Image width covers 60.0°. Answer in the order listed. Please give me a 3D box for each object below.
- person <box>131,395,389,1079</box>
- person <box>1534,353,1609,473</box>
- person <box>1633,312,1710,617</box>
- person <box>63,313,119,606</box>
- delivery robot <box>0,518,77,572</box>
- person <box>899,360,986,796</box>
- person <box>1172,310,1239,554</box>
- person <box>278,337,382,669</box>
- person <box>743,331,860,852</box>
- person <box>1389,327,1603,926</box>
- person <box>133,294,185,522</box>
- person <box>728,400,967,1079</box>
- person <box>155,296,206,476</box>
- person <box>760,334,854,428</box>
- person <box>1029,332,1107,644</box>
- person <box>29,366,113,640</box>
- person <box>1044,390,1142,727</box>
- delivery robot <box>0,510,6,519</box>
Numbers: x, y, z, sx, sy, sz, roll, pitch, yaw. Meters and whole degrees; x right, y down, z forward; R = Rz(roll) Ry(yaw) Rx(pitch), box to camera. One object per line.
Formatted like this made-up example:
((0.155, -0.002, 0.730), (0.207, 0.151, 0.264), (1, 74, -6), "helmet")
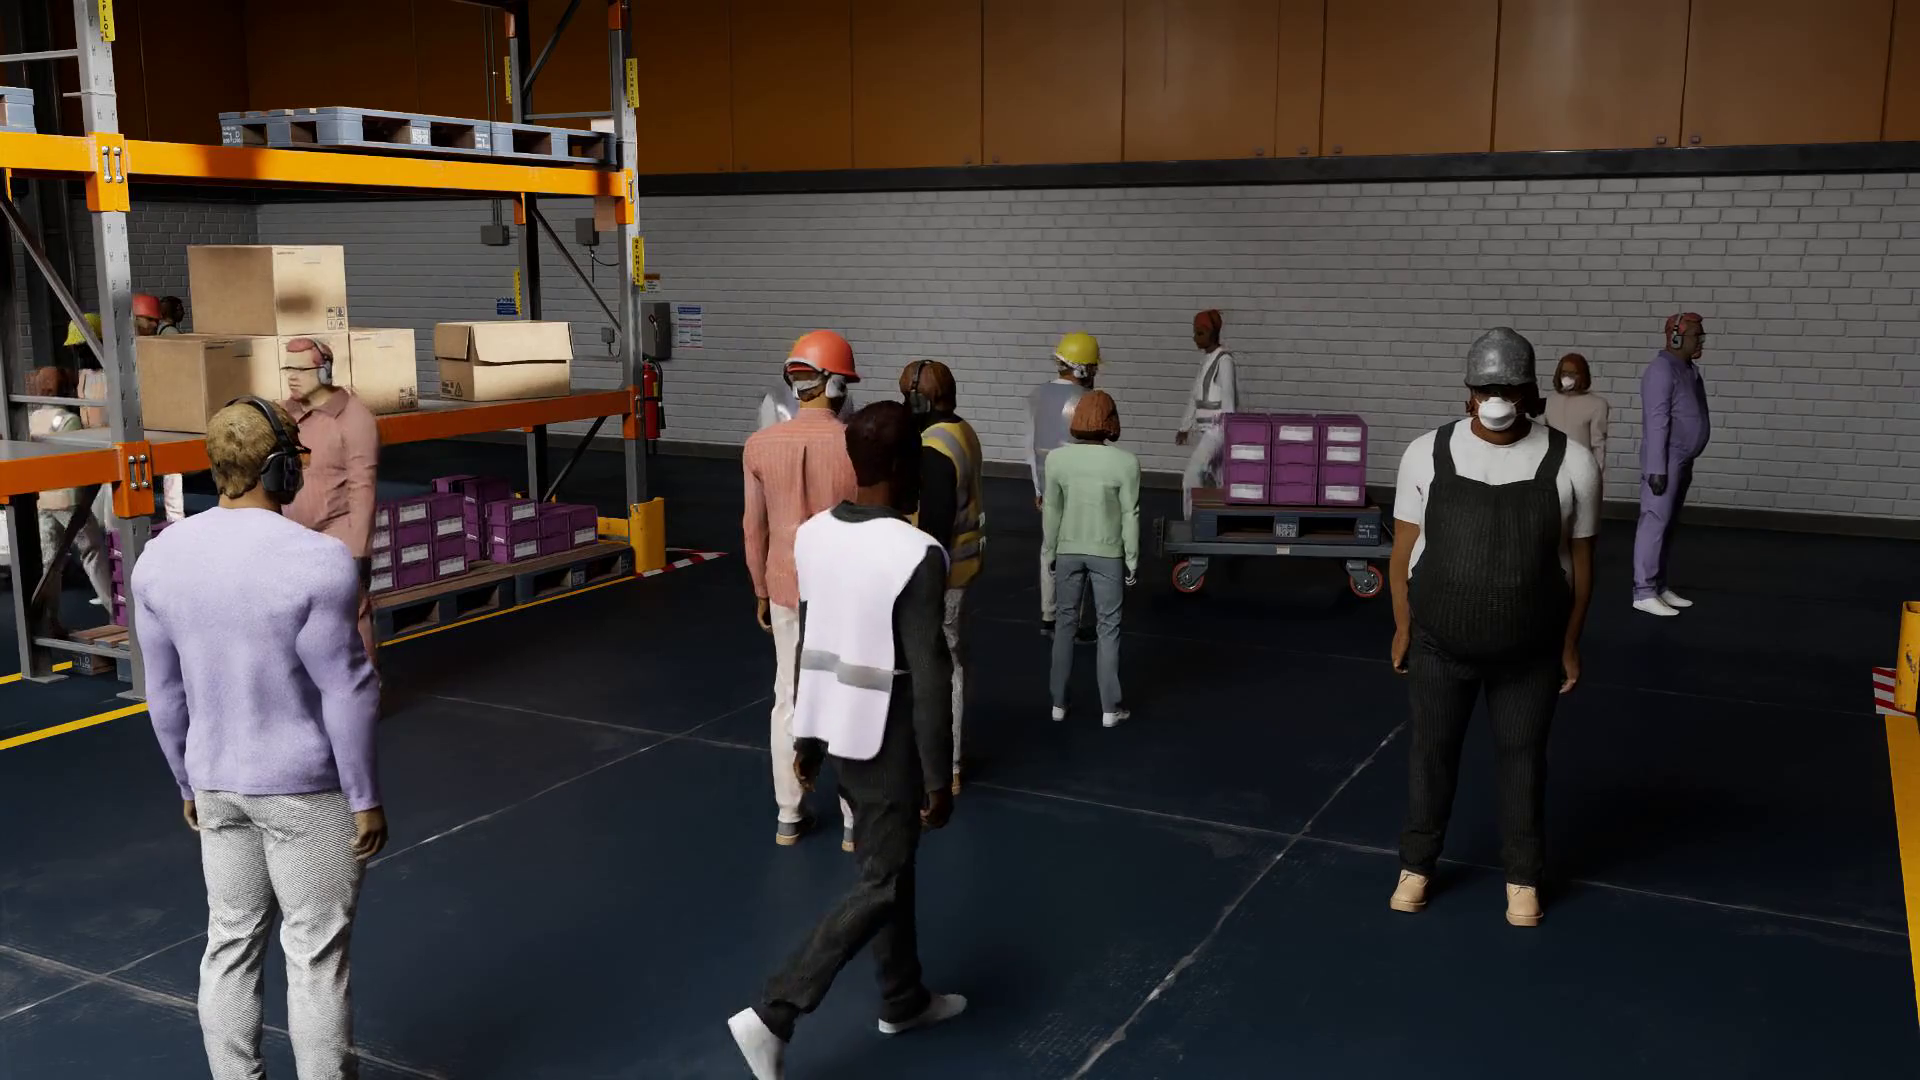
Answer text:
((-1.698, 0.613, 4.121), (0.627, 1.941, 0.370), (3, 10, 17), "person")
((4.129, -0.468, 11.288), (0.514, 1.617, 0.544), (7, 12, 37), "person")
((4.536, -0.485, 10.569), (0.399, 1.909, 0.642), (8, 12, 37), "person")
((-5.497, -0.542, 10.917), (0.611, 1.900, 0.605), (6, 12, 32), "person")
((-6.419, 0.010, 11.333), (0.707, 0.478, 0.477), (0, 10, 0), "delivery robot")
((-0.115, 0.161, 7.037), (0.430, 1.840, 0.620), (2, 10, 10), "person")
((1.828, -0.806, 12.582), (0.791, 1.848, 0.607), (1, 10, 3), "person")
((-3.023, 0.009, 7.749), (0.680, 1.885, 0.617), (4, 11, 23), "person")
((-0.520, 0.201, 6.369), (0.609, 1.986, 0.391), (3, 10, 19), "person")
((1.795, 0.298, 5.652), (0.683, 2.000, 0.538), (3, 10, 19), "person")
((-6.353, -0.923, 12.961), (0.616, 1.961, 0.617), (10, 14, 44), "person")
((-0.293, 0.565, 4.569), (0.839, 1.895, 0.598), (-8, 13, -39), "person")
((-8.048, -1.578, 17.075), (0.514, 1.845, 0.336), (9, 13, 42), "person")
((-0.863, -0.293, 9.751), (0.599, 1.808, 0.696), (-3, 10, -17), "person")
((0.638, -0.305, 9.805), (0.435, 1.819, 0.636), (-6, 12, -33), "person")
((-5.224, -0.225, 9.875), (0.544, 1.612, 0.675), (6, 11, 31), "person")
((0.639, 0.089, 8.073), (0.497, 1.626, 0.288), (5, 11, 24), "person")
((-7.115, -0.071, 11.810), (0.707, 0.478, 0.477), (-6, 12, -32), "delivery robot")
